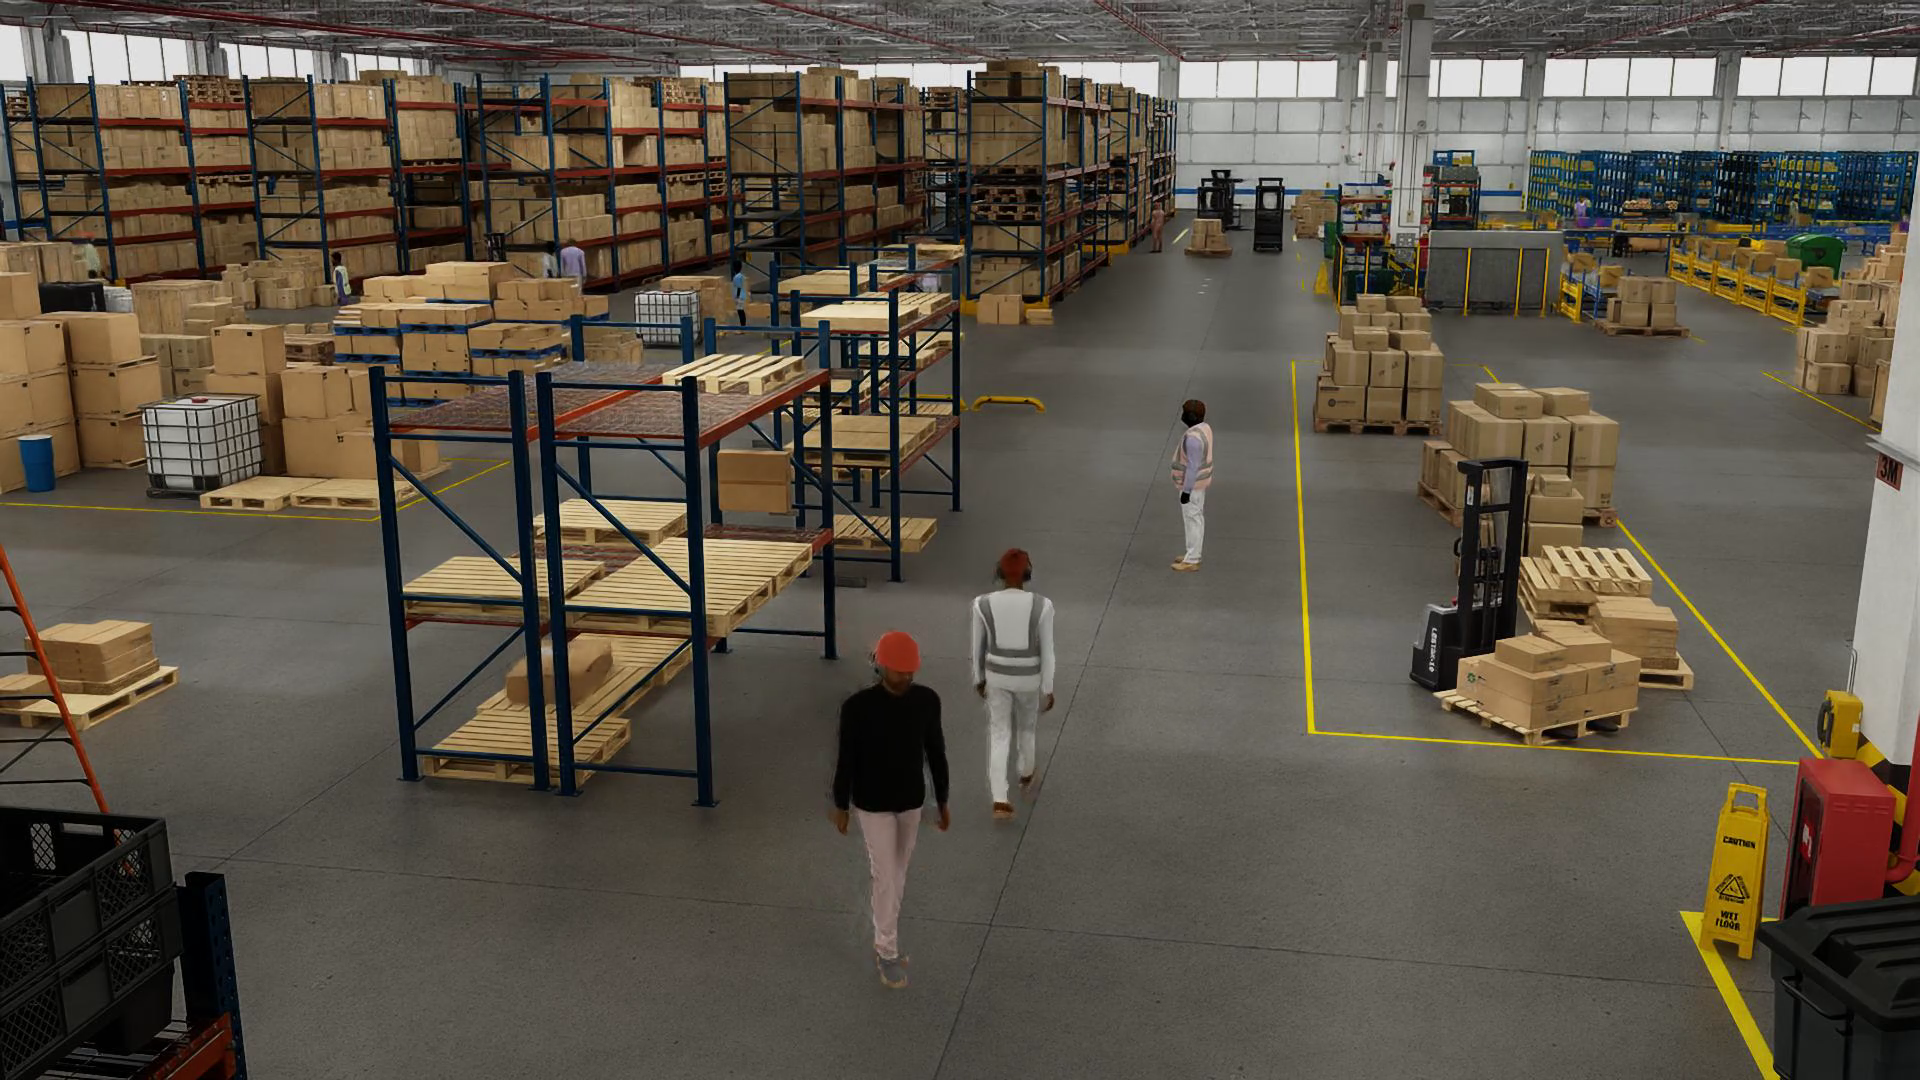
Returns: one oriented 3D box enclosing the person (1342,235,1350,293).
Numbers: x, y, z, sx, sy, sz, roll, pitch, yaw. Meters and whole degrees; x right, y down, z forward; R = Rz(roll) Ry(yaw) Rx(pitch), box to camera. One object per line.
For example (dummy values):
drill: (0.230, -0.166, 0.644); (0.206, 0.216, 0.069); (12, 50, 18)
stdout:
person: (11.137, -7.955, 48.023); (0.661, 1.660, 0.550); (7, 16, 28)

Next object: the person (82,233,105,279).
person: (-23.140, -7.221, 44.461); (0.687, 1.936, 1.003); (11, 18, 38)

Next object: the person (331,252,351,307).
person: (-14.074, -5.593, 37.897); (0.370, 1.915, 0.597); (-3, 14, -10)

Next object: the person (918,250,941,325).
person: (-0.735, -6.157, 40.243); (0.578, 1.884, 0.991); (-1, 14, -4)

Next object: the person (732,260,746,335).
person: (-5.088, -5.577, 38.280); (0.317, 1.696, 0.540); (0, 14, 0)

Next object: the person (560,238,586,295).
person: (-10.087, -6.946, 43.459); (0.649, 1.897, 0.765); (-3, 14, -11)

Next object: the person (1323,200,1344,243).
person: (15.379, -12.938, 67.760); (0.978, 1.893, 0.619); (8, 16, 29)

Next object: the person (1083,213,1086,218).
person: (5.772, -15.444, 77.913); (0.407, 1.904, 0.654); (-9, 16, -31)

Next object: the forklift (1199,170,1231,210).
forklift: (12.143, -15.904, 77.775); (1.129, 2.768, 1.873); (-9, 16, -32)

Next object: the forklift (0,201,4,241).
forklift: (-25.127, -7.435, 43.389); (1.873, 2.768, 1.129); (-5, 15, -19)

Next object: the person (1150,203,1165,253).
person: (7.566, -12.015, 64.000); (0.641, 1.905, 0.410); (-10, 17, -35)

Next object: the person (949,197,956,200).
person: (-0.419, -18.658, 91.224); (0.615, 1.782, 0.950); (0, 14, 0)

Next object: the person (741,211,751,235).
person: (-9.082, -13.446, 70.124); (0.530, 1.752, 0.554); (1, 14, 6)

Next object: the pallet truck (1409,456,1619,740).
pallet truck: (4.504, 0.400, 13.395); (0.823, 1.965, 1.885); (-6, 15, -23)

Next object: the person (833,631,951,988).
person: (-0.326, 1.460, 9.115); (0.634, 1.971, 0.720); (-8, 16, -29)

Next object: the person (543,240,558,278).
person: (-10.339, -6.597, 41.975); (1.003, 1.920, 0.609); (2, 14, 8)

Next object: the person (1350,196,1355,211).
person: (20.655, -17.770, 87.717); (0.485, 1.735, 0.347); (-11, 17, -37)

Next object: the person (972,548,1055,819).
person: (0.361, 0.964, 11.457); (0.581, 1.835, 1.021); (2, 14, 8)

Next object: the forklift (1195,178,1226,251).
forklift: (9.707, -12.515, 64.016); (1.129, 2.768, 1.873); (3, 14, 10)

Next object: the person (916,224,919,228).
person: (-1.676, -11.656, 63.211); (0.898, 1.579, 0.497); (1, 14, 2)

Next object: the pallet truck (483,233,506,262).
pallet truck: (-11.832, -7.026, 43.548); (1.885, 1.965, 0.823); (8, 16, 28)

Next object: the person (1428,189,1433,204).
person: (23.082, -16.215, 81.090); (0.640, 1.883, 0.540); (-9, 17, -34)

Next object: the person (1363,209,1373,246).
person: (15.665, -11.883, 63.914); (0.383, 1.679, 0.548); (-11, 18, -38)

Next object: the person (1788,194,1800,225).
person: (37.375, -14.574, 74.555); (0.403, 1.822, 0.588); (11, 18, 38)

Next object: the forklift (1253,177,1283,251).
forklift: (12.083, -12.747, 64.956); (1.129, 2.768, 1.873); (3, 14, 10)

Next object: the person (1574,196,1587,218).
person: (26.925, -14.010, 72.234); (0.564, 1.837, 0.397); (-2, 14, -9)

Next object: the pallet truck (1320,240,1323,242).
pallet truck: (15.874, -13.227, 70.310); (0.680, 1.201, 1.601); (10, 17, 35)

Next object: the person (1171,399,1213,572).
person: (2.461, -0.586, 17.721); (0.429, 1.844, 0.625); (4, 14, 16)

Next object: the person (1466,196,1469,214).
person: (22.117, -14.206, 73.059); (0.599, 1.818, 0.404); (5, 15, 19)

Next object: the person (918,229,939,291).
person: (-0.876, -8.014, 47.848); (0.673, 1.857, 0.990); (4, 14, 15)
